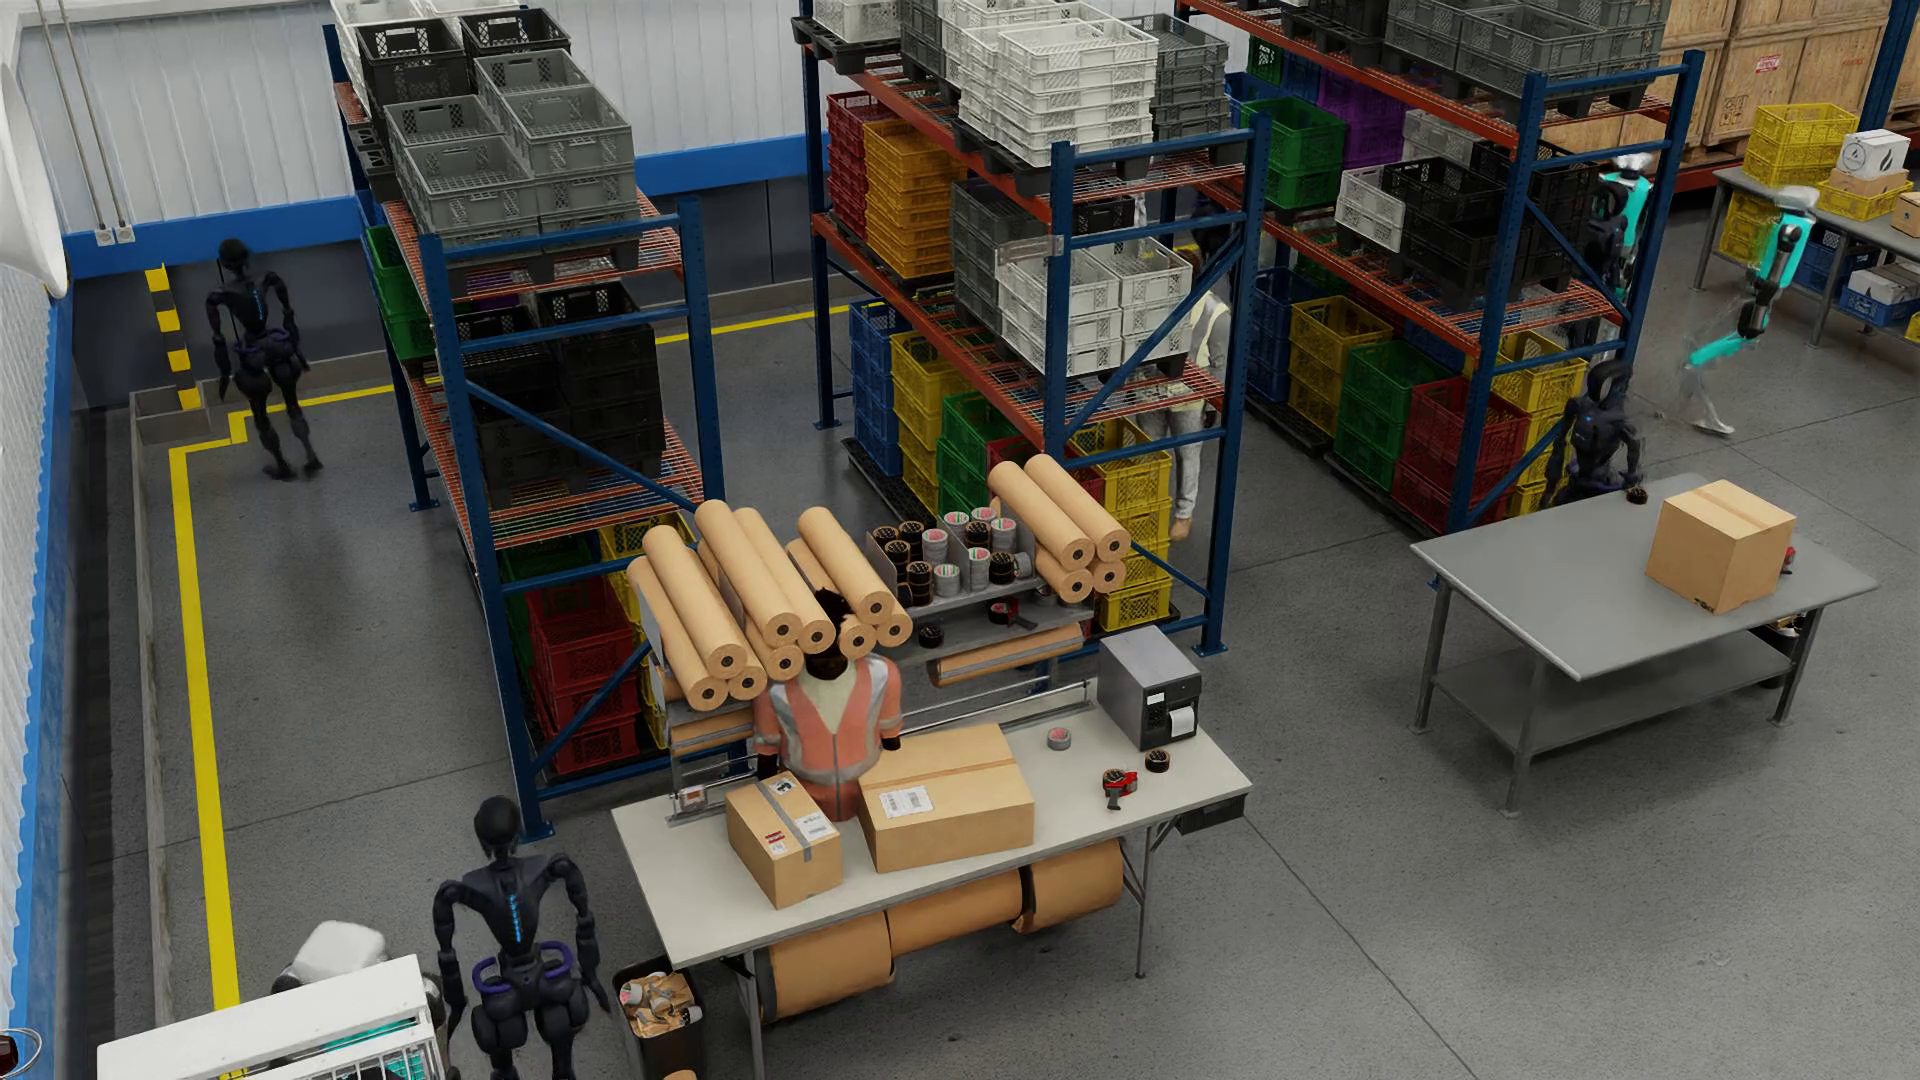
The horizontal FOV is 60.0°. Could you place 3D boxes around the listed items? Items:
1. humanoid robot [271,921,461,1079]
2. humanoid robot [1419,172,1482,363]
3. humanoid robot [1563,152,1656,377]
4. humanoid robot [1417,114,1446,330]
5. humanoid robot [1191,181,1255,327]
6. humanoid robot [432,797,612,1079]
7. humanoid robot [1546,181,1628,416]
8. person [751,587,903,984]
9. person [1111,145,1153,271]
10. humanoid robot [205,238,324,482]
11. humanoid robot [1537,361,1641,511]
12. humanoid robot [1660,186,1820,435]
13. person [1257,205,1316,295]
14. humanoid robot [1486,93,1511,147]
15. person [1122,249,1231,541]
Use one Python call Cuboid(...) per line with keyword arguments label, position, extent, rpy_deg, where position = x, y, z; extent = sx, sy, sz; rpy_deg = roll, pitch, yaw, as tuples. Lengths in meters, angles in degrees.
Cuboid(label="humanoid robot", position=(-1.863, 2.037, 5.226), extent=(0.537, 1.757, 0.683), rpy_deg=(4, 32, 6))
Cuboid(label="humanoid robot", position=(3.471, -1.797, 11.493), extent=(0.541, 1.727, 1.007), rpy_deg=(-12, 34, -19))
Cuboid(label="humanoid robot", position=(4.575, -1.930, 11.647), extent=(0.550, 1.750, 0.676), rpy_deg=(18, 36, 26))
Cuboid(label="humanoid robot", position=(3.610, -2.336, 12.360), extent=(0.810, 1.771, 0.574), rpy_deg=(27, 40, 36))
Cuboid(label="humanoid robot", position=(1.943, -2.359, 12.498), extent=(0.532, 1.644, 0.603), rpy_deg=(-16, 35, -25))
Cuboid(label="humanoid robot", position=(-1.566, 1.629, 5.980), extent=(0.590, 1.645, 0.335), rpy_deg=(-13, 34, -20))
Cuboid(label="humanoid robot", position=(4.288, -1.631, 11.275), extent=(0.612, 1.653, 0.361), rpy_deg=(-23, 39, -33))
Cuboid(label="person", position=(-0.516, 1.023, 6.701), extent=(0.603, 1.957, 0.369), rpy_deg=(-7, 32, -11))
Cuboid(label="person", position=(1.362, -2.984, 13.276), extent=(0.341, 1.882, 0.583), rpy_deg=(11, 33, 17))
Cuboid(label="humanoid robot", position=(-4.390, -1.125, 10.478), extent=(0.342, 1.651, 0.586), rpy_deg=(23, 39, 33))
Cuboid(label="humanoid robot", position=(3.370, -0.196, 8.973), extent=(0.766, 1.634, 0.599), rpy_deg=(-15, 35, -23))
Cuboid(label="humanoid robot", position=(5.089, -1.456, 11.039), extent=(0.739, 1.900, 0.551), rpy_deg=(17, 36, 26))
Cuboid(label="person", position=(2.594, -2.778, 13.007), extent=(0.650, 1.819, 0.441), rpy_deg=(2, 32, 4))
Cuboid(label="humanoid robot", position=(4.145, -2.724, 13.053), extent=(0.346, 1.649, 0.612), rpy_deg=(16, 35, 24))
Cuboid(label="person", position=(1.253, -0.861, 9.876), extent=(0.619, 1.837, 0.431), rpy_deg=(18, 36, 27))
